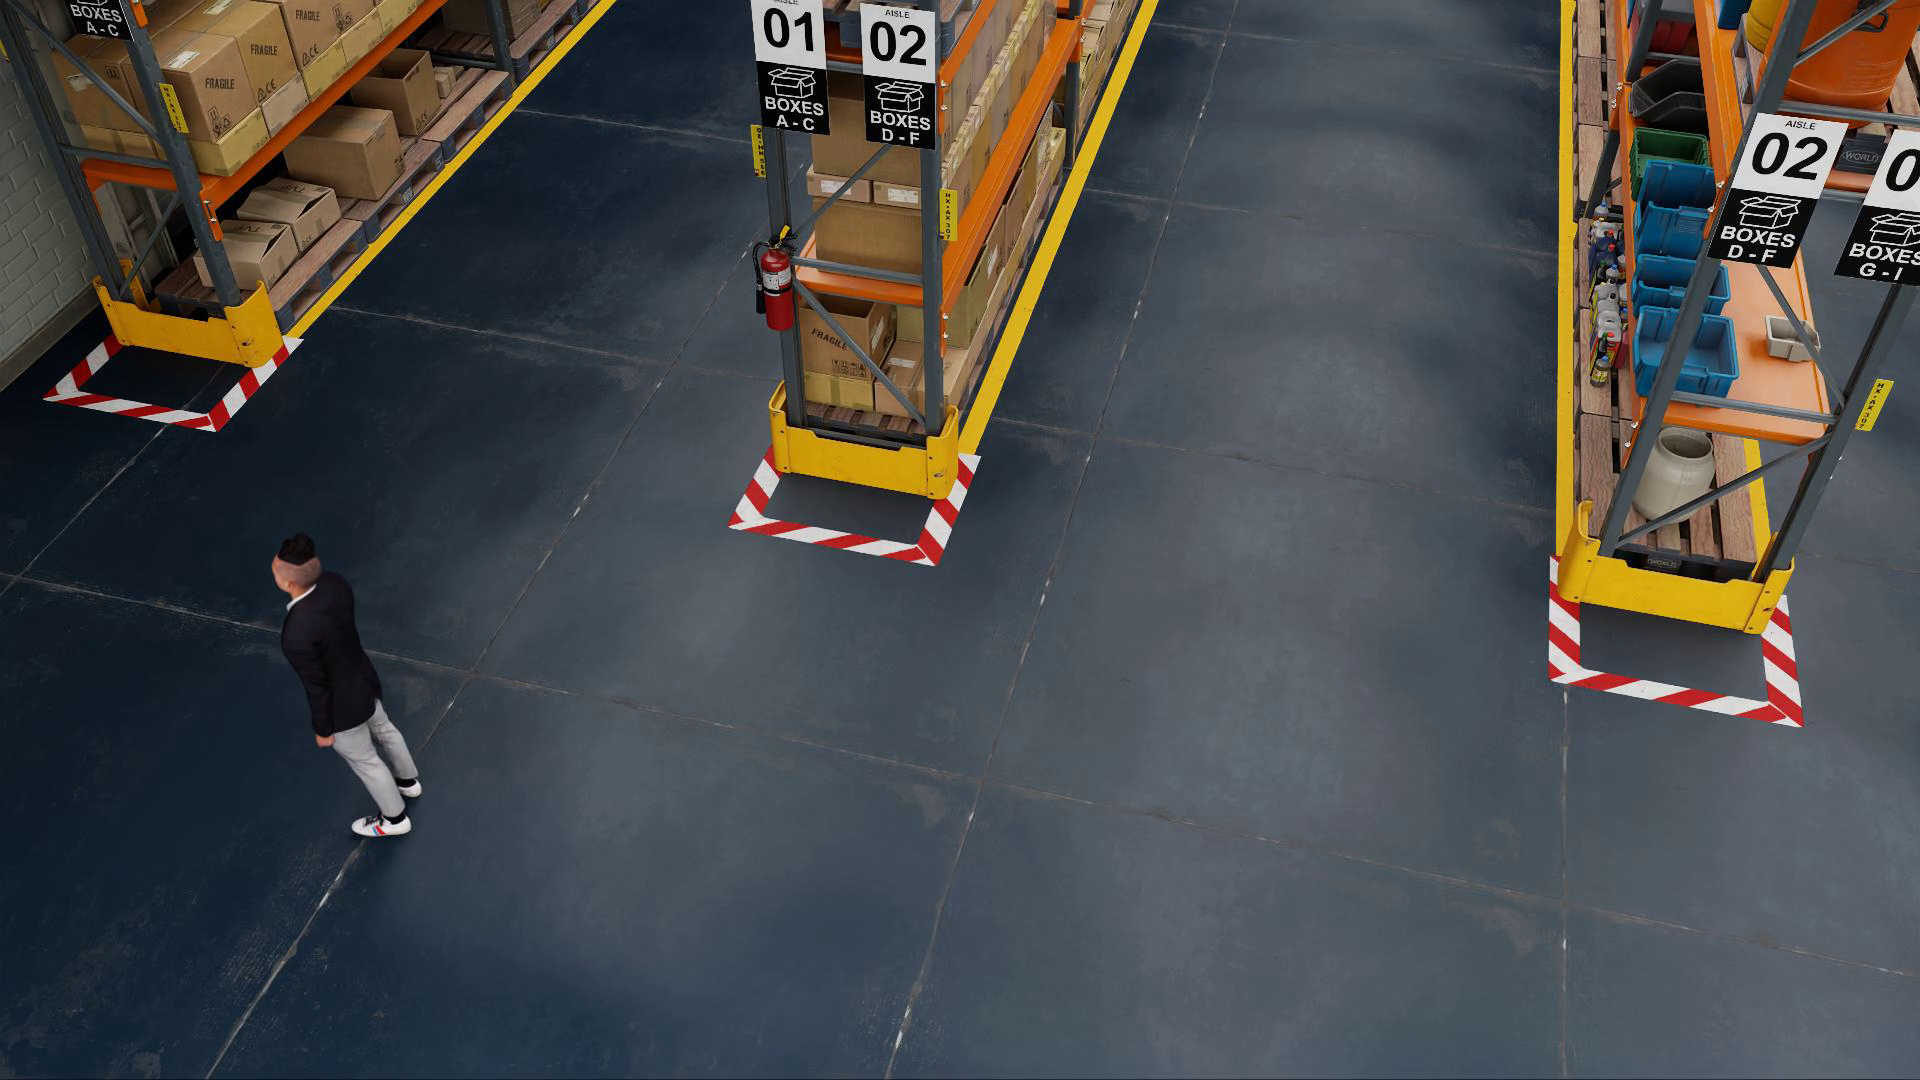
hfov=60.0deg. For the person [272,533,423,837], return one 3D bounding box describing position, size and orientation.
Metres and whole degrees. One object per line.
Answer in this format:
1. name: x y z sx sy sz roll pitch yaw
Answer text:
1. person: -2.981 0.711 8.052 0.816 1.950 0.595 3 43 3
